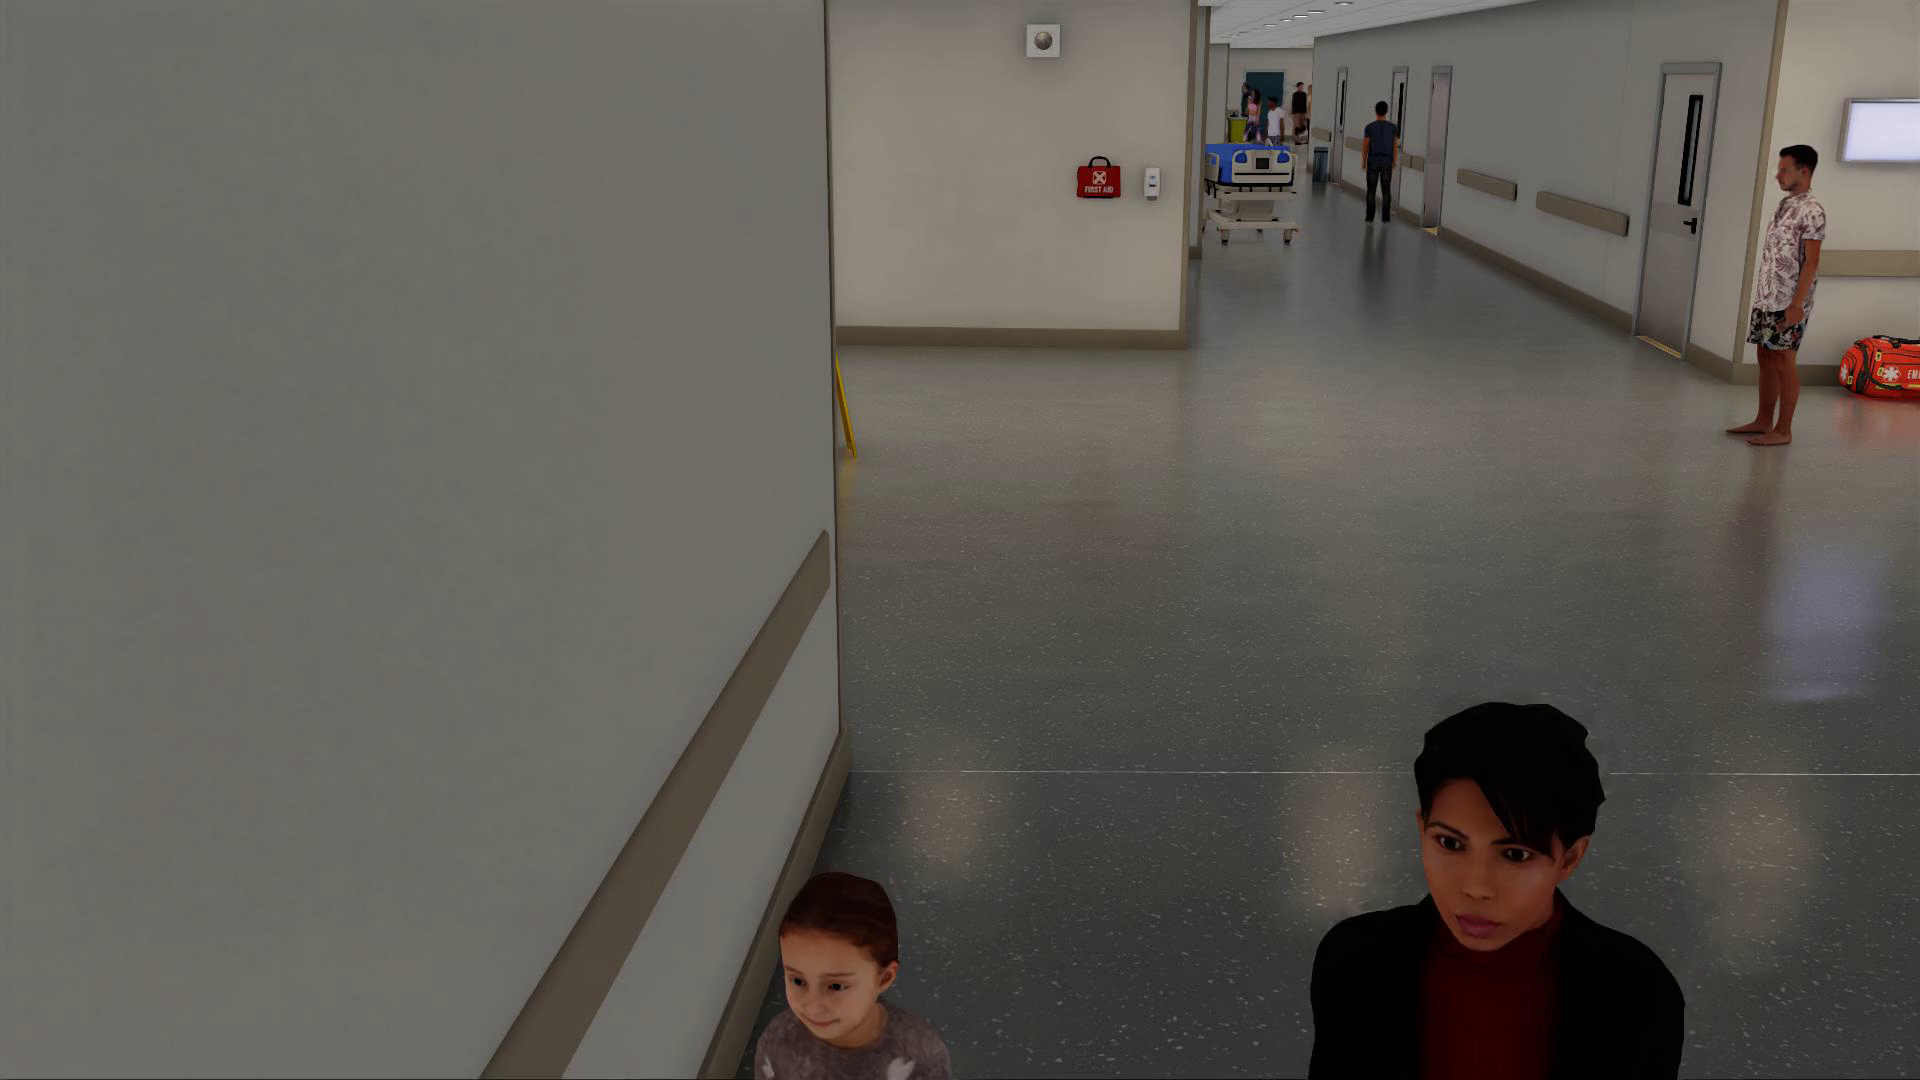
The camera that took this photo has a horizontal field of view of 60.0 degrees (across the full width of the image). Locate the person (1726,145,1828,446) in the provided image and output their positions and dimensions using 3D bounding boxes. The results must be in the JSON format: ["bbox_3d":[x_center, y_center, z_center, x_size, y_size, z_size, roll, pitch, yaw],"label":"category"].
[{"bbox_3d":[5.101,-1.511,10.268,0.553,1.816,0.664,1,16,3],"label":"person"}]

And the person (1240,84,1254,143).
[{"bbox_3d":[9.491,-14.015,54.606,0.745,1.819,0.724,-3,16,-10],"label":"person"}]

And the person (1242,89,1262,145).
[{"bbox_3d":[8.398,-11.863,47.158,1.145,1.723,1.098,-14,21,-40],"label":"person"}]

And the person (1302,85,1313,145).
[{"bbox_3d":[11.117,-13.529,52.876,0.649,1.826,0.674,8,17,25],"label":"person"}]

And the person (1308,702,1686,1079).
[{"bbox_3d":[0.589,0.940,1.920,0.798,1.628,0.753,6,17,20],"label":"person"}]

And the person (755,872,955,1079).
[{"bbox_3d":[-0.117,1.024,2.464,0.764,1.171,0.574,3,16,11],"label":"person"}]

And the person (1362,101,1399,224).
[{"bbox_3d":[6.366,-5.726,25.228,0.527,1.810,0.745,3,16,10],"label":"person"}]

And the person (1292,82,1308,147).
[{"bbox_3d":[10.498,-13.240,51.679,0.860,1.919,0.936,-7,17,-23],"label":"person"}]

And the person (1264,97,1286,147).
[{"bbox_3d":[7.066,-9.006,37.070,0.857,1.698,0.885,14,21,40],"label":"person"}]
